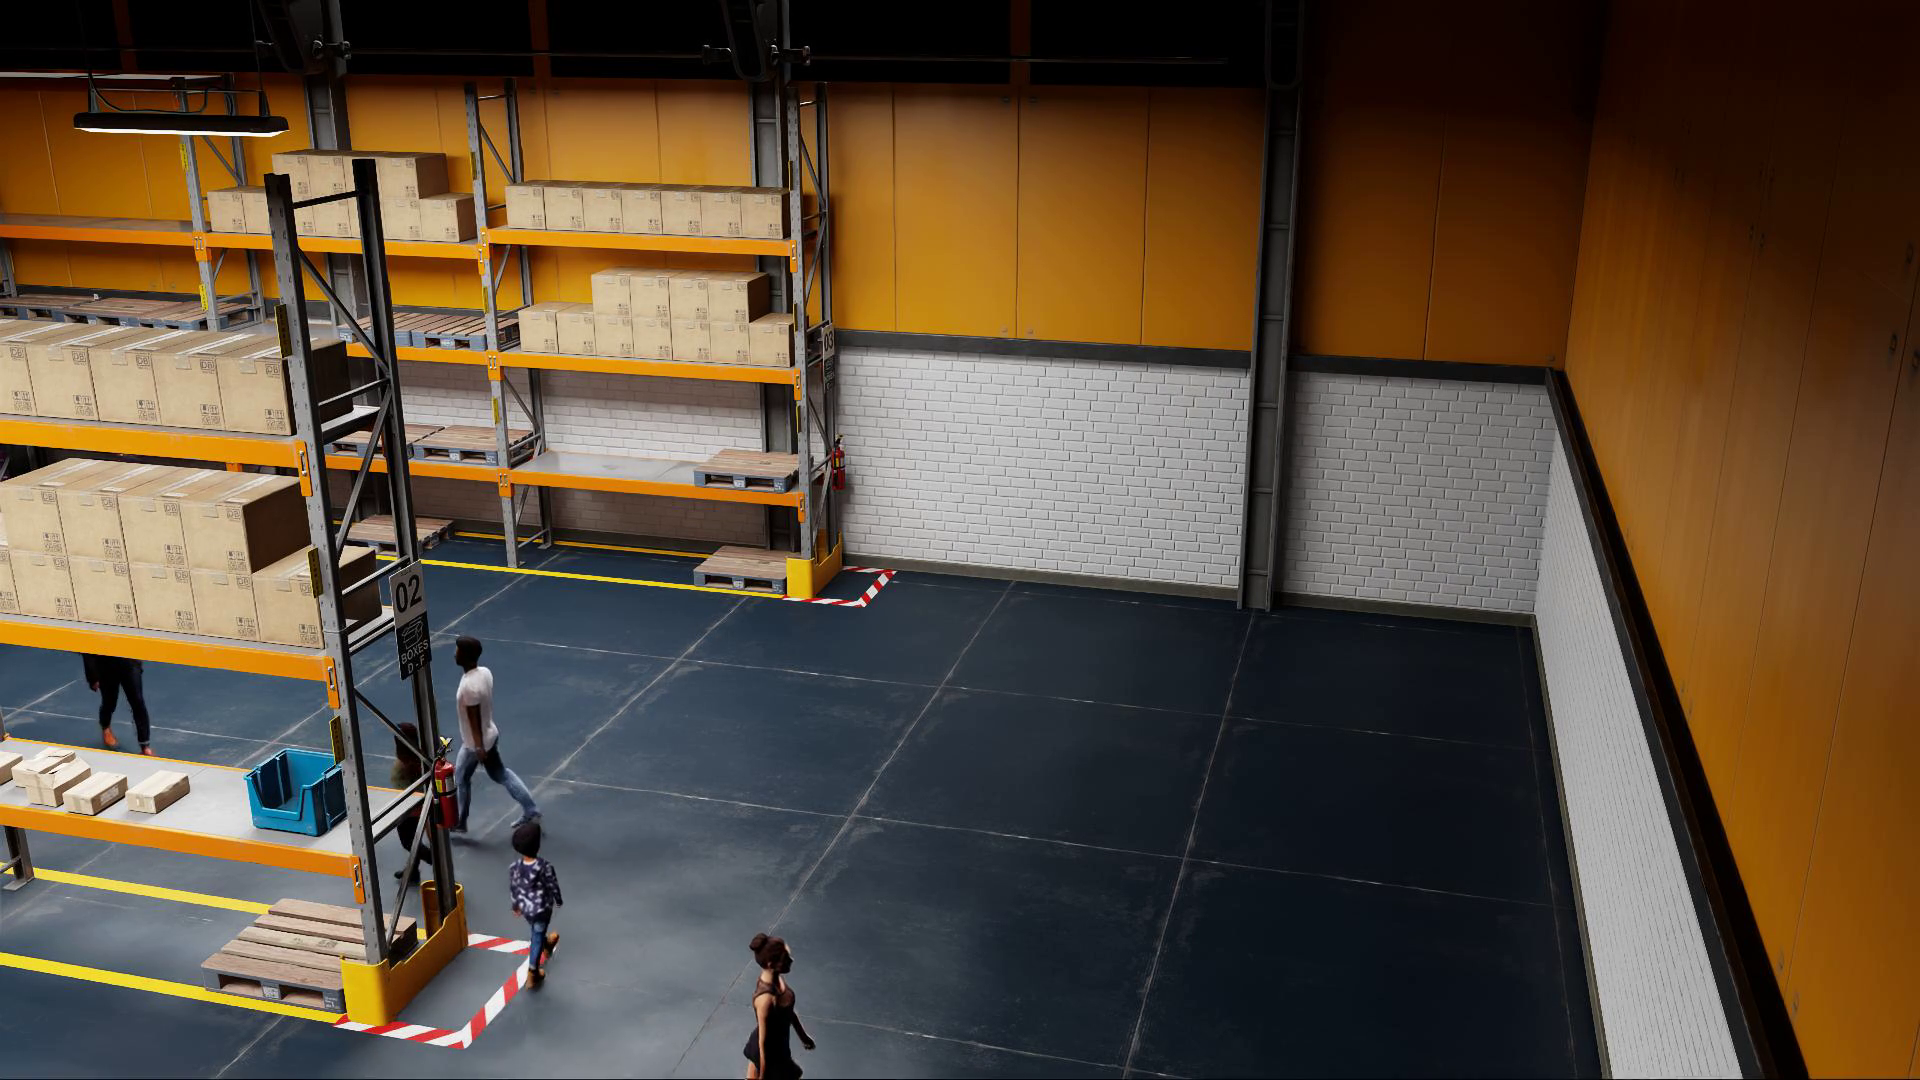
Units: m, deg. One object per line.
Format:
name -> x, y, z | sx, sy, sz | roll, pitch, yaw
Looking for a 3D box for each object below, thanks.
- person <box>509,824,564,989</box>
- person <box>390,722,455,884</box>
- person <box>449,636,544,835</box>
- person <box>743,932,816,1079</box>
person -> -3.164, 2.721, 12.303 | 0.773, 1.220, 0.572 | 4, 19, 12
person -> -4.412, 2.176, 13.546 | 0.857, 1.460, 0.600 | 6, 19, 17
person -> -4.047, 1.721, 14.330 | 1.228, 1.822, 0.805 | 2, 19, 6
person -> -1.244, 3.183, 10.290 | 1.150, 1.630, 0.801 | -1, 19, -2
